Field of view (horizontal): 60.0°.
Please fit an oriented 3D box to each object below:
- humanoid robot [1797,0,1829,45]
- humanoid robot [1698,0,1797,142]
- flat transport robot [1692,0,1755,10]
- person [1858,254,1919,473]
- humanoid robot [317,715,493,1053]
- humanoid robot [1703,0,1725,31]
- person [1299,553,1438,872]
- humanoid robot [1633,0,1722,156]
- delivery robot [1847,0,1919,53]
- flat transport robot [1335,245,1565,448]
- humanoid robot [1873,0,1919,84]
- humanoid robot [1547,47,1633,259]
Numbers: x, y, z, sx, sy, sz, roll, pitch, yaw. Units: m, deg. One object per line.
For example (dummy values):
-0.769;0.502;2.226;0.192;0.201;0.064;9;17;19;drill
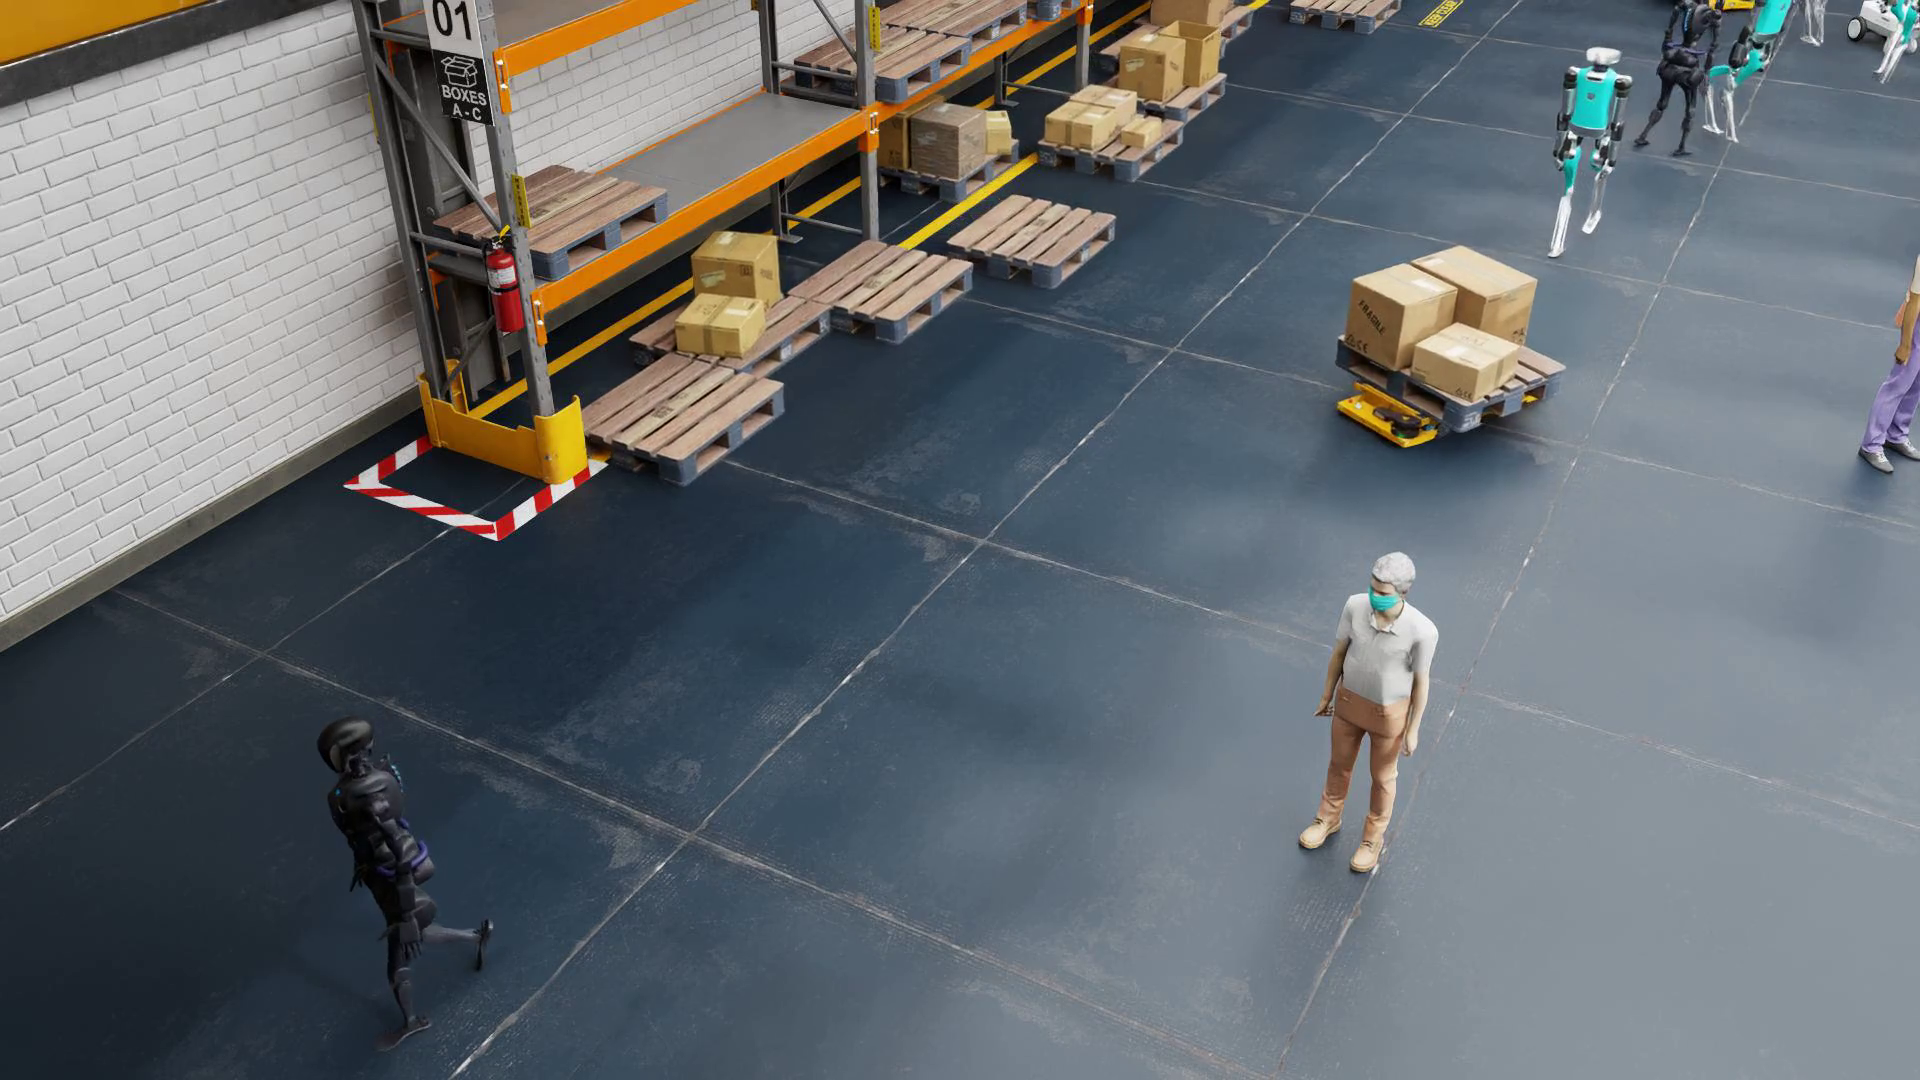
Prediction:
9.746;-6.363;18.507;0.537;1.830;0.784;-22;39;-30;humanoid robot
7.403;-4.642;15.852;0.534;1.771;0.808;-16;37;-23;humanoid robot
9.115;-6.813;20.456;0.659;0.231;1.431;-5;34;-8;flat transport robot
6.246;-1.334;10.736;0.564;1.845;0.388;-16;37;-23;person
-2.265;1.362;6.834;0.660;1.637;0.608;-25;41;-32;humanoid robot
8.674;-6.606;18.873;0.615;1.641;0.461;19;38;26;humanoid robot
1.888;0.776;7.634;0.491;1.743;0.301;23;40;31;person
6.782;-4.471;15.635;0.398;1.638;0.593;-20;38;-28;humanoid robot
10.429;-5.806;18.691;0.499;0.614;0.808;-5;34;-8;delivery robot
3.415;-1.039;11.720;1.431;0.231;0.659;-20;38;-27;flat transport robot
9.950;-5.580;17.338;0.769;1.861;0.574;-25;41;-33;humanoid robot
5.270;-3.269;13.814;0.534;1.782;1.018;22;39;29;humanoid robot
